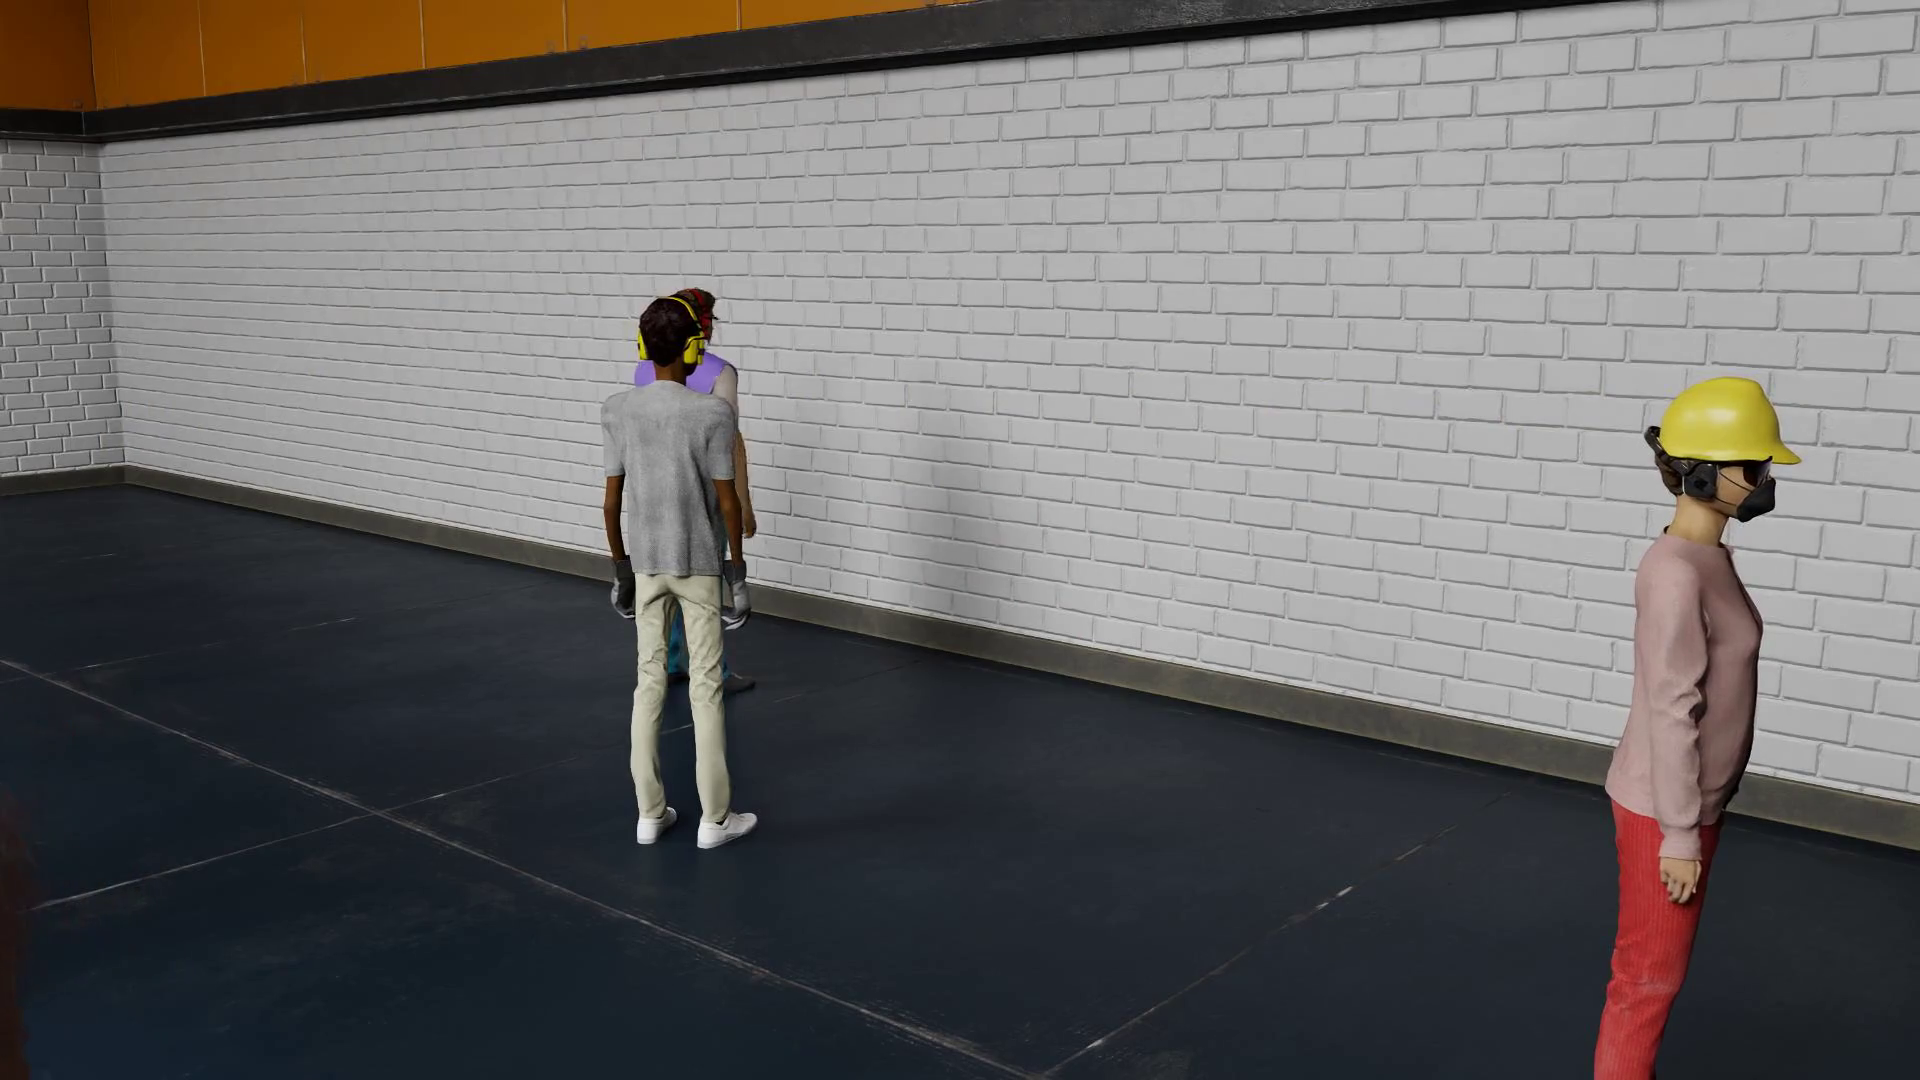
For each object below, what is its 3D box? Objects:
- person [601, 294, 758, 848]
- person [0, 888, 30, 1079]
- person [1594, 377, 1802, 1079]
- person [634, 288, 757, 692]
[{"bbox_3d":[-0.947,0.114,5.620,0.513,1.872,0.328,3,10,14],"label":"person"},{"bbox_3d":[-1.194,0.841,1.562,0.624,1.851,1.025,-1,10,-5],"label":"person"},{"bbox_3d":[1.507,0.548,3.447,0.310,1.769,0.522,5,11,27],"label":"person"},{"bbox_3d":[-1.216,-0.203,7.535,0.657,1.841,0.400,7,12,33],"label":"person"}]
